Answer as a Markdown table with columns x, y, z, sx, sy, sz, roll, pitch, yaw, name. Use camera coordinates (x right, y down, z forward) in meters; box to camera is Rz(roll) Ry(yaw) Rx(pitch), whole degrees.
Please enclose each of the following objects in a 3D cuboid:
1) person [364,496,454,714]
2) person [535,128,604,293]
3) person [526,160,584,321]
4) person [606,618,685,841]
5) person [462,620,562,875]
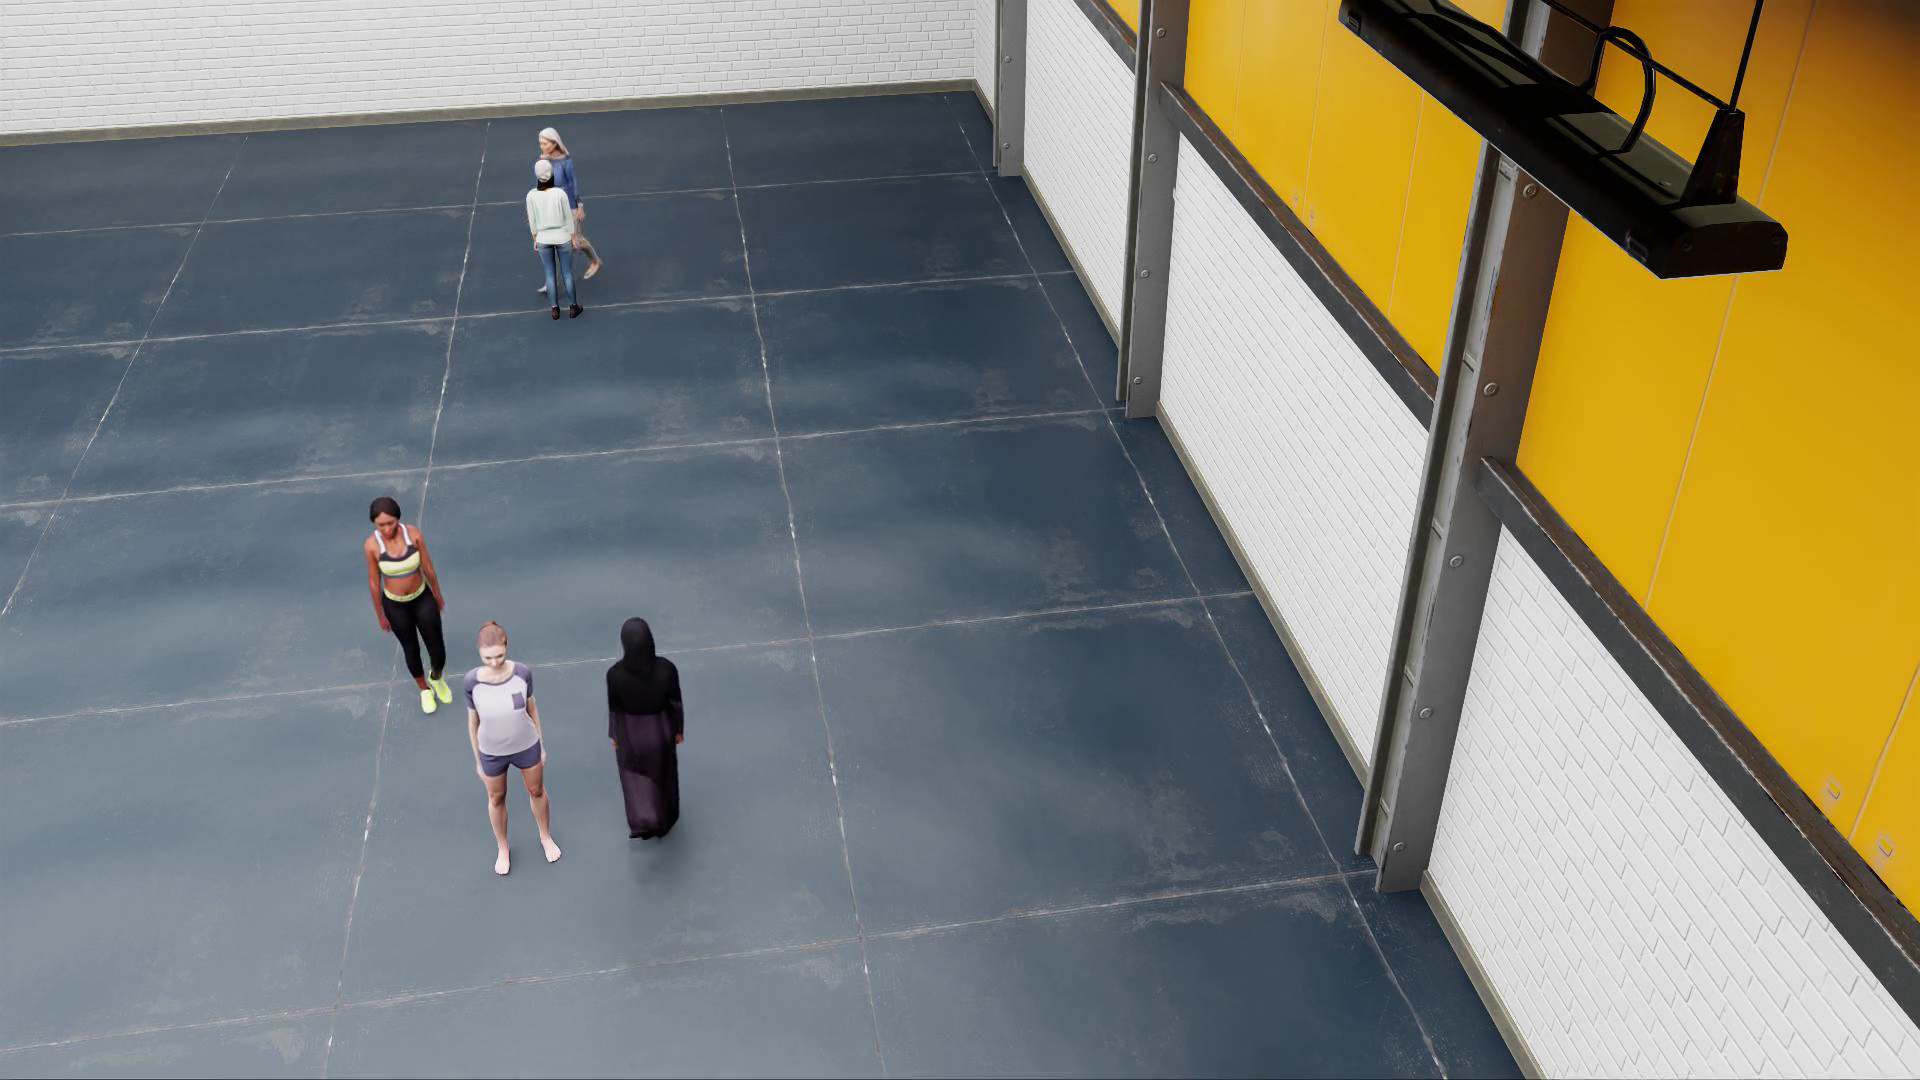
| x | y | z | sx | sy | sz | roll | pitch | yaw | name |
| --- | --- | --- | --- | --- | --- | --- | --- | --- | --- |
| -3.745 | 0.393 | 11.266 | 0.662 | 1.741 | 0.669 | -14 | 36 | -20 | person |
| -4.081 | -3.369 | 16.991 | 0.986 | 1.669 | 1.089 | 17 | 37 | 24 | person |
| -4.009 | -2.976 | 16.422 | 0.579 | 1.645 | 0.502 | -4 | 34 | -6 | person |
| -1.920 | 1.207 | 10.163 | 0.615 | 1.606 | 0.778 | -6 | 34 | -10 | person |
| -2.705 | 1.230 | 9.985 | 0.611 | 1.765 | 0.588 | -10 | 35 | -15 | person |
